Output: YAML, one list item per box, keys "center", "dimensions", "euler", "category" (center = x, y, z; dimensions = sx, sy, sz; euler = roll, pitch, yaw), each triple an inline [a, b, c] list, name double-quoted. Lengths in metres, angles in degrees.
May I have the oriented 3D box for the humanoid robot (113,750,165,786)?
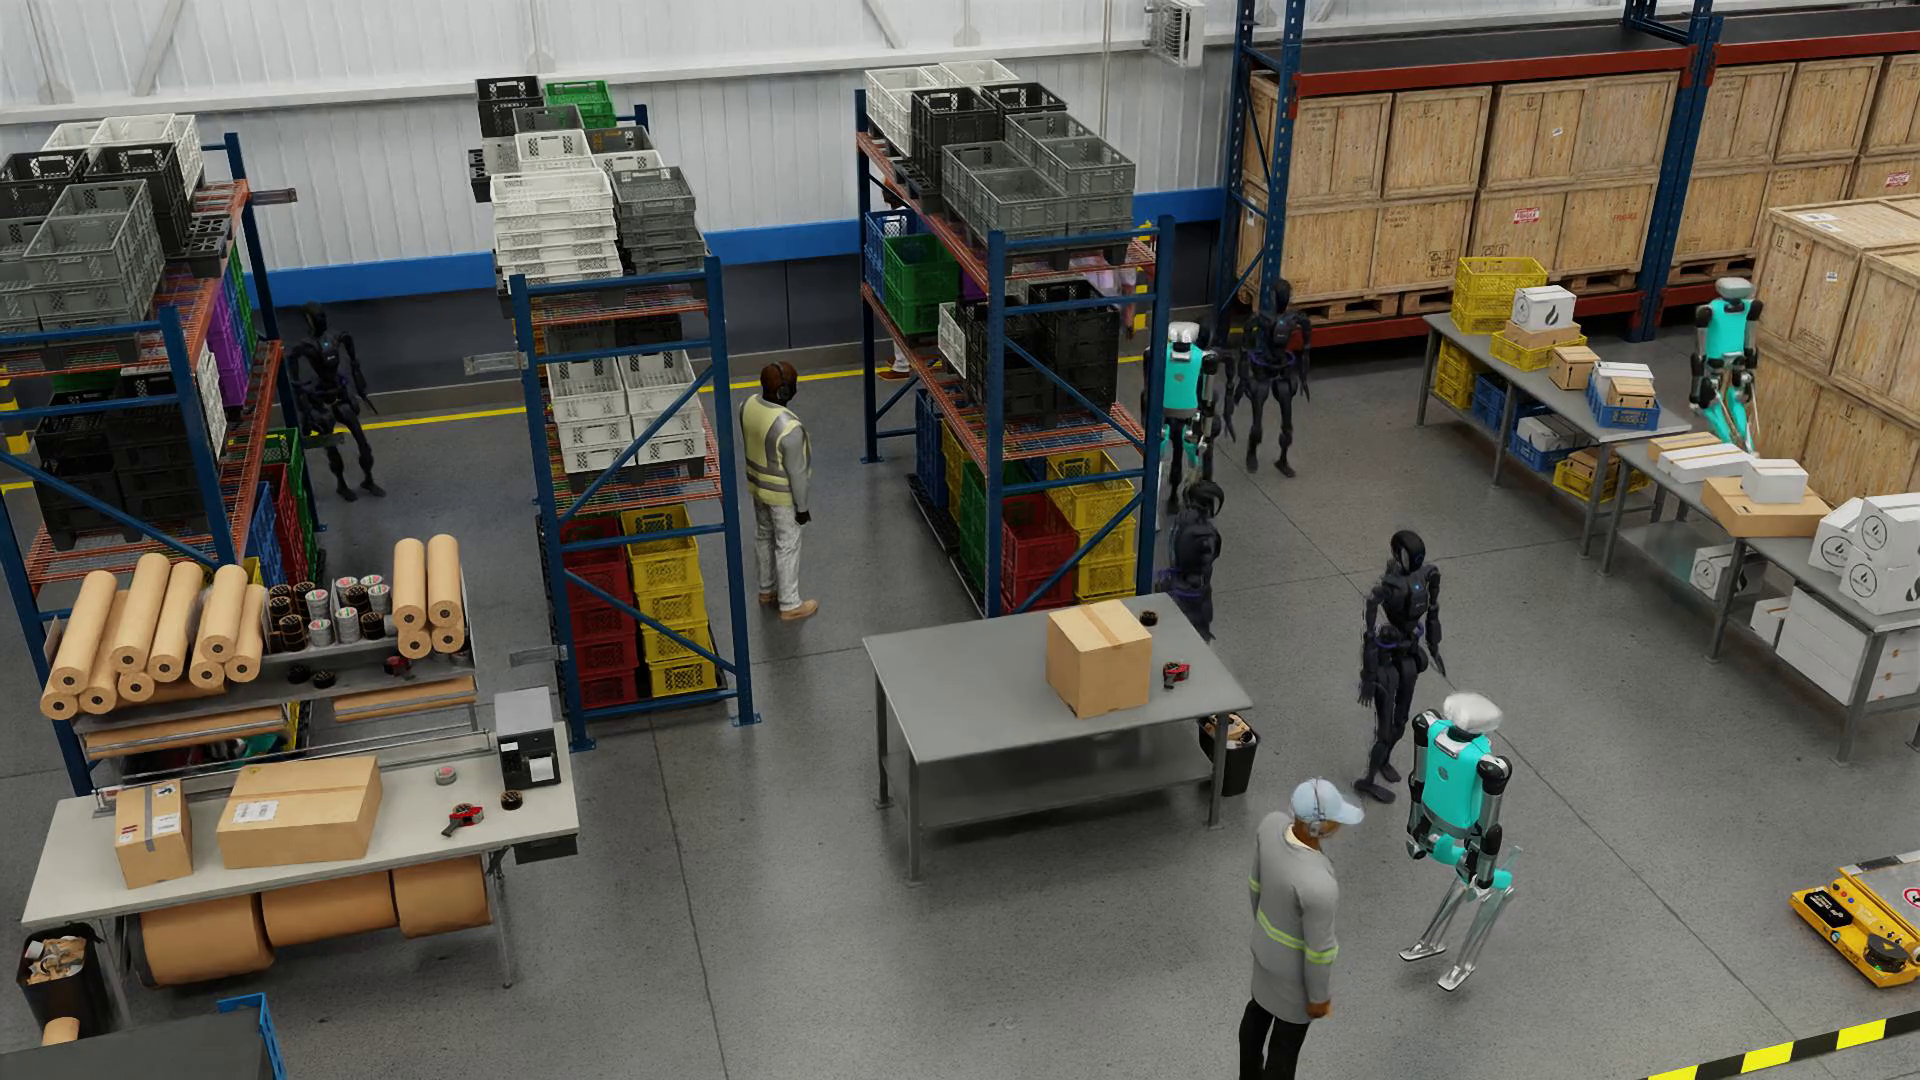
- center: [-4.334, 1.096, 8.744]
  dimensions: [0.499, 1.646, 0.602]
  euler: [-16, 32, -26]
  category: "humanoid robot"

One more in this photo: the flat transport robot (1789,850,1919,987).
- center: [5.163, 1.916, 8.676]
  dimensions: [1.431, 0.231, 0.659]
  euler: [-8, 30, -14]
  category: "flat transport robot"

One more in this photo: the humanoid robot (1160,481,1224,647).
- center: [1.389, 0.388, 10.046]
  dimensions: [0.785, 1.620, 0.609]
  euler: [-5, 29, -9]
  category: "humanoid robot"

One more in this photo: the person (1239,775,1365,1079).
- center: [1.462, 1.799, 7.247]
  dimensions: [0.395, 1.850, 0.589]
  euler: [-8, 30, -14]
  category: "person"

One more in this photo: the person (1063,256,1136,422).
- center: [1.132, -1.840, 13.688]
  dimensions: [0.616, 2.020, 0.639]
  euler: [0, 29, 0]
  category: "person"

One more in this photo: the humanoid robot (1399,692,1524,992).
- center: [2.483, 1.393, 7.962]
  dimensions: [0.735, 1.677, 0.533]
  euler: [-17, 33, -28]
  category: "humanoid robot"

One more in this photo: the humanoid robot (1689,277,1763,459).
- center: [5.827, -0.993, 12.512]
  dimensions: [0.560, 1.836, 0.858]
  euler: [-5, 29, -9]
  category: "humanoid robot"

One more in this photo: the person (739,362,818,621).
- center: [-1.197, -0.333, 11.148]
  dimensions: [0.431, 1.836, 0.616]
  euler: [-22, 35, -34]
  category: "person"

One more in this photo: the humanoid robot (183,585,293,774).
- center: [-3.940, 1.019, 8.888]
  dimensions: [0.740, 1.882, 0.549]
  euler: [12, 31, 21]
  category: "humanoid robot"

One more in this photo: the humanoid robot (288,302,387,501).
- center: [-4.753, -1.041, 12.598]
  dimensions: [0.399, 1.640, 0.601]
  euler: [23, 36, 35]
  category: "humanoid robot"

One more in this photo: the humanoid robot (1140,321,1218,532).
- center: [1.581, -0.839, 12.155]
  dimensions: [0.530, 1.773, 0.761]
  euler: [4, 29, 8]
  category: "humanoid robot"

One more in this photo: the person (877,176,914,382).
- center: [-0.549, -2.322, 14.710]
  dimensions: [0.356, 1.884, 0.573]
  euler: [8, 30, 14]
  category: "person"

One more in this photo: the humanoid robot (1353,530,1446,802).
- center: [2.537, 0.703, 9.427]
  dimensions: [0.600, 1.649, 0.445]
  euler: [-16, 33, -27]
  category: "humanoid robot"

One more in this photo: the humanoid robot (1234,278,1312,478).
- center: [2.440, -1.268, 13.006]
  dimensions: [0.608, 1.645, 0.334]
  euler: [-2, 29, -4]
  category: "humanoid robot"

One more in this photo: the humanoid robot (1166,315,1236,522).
- center: [1.766, -0.933, 12.411]
  dimensions: [0.595, 1.632, 0.452]
  euler: [-2, 29, -4]
  category: "humanoid robot"
